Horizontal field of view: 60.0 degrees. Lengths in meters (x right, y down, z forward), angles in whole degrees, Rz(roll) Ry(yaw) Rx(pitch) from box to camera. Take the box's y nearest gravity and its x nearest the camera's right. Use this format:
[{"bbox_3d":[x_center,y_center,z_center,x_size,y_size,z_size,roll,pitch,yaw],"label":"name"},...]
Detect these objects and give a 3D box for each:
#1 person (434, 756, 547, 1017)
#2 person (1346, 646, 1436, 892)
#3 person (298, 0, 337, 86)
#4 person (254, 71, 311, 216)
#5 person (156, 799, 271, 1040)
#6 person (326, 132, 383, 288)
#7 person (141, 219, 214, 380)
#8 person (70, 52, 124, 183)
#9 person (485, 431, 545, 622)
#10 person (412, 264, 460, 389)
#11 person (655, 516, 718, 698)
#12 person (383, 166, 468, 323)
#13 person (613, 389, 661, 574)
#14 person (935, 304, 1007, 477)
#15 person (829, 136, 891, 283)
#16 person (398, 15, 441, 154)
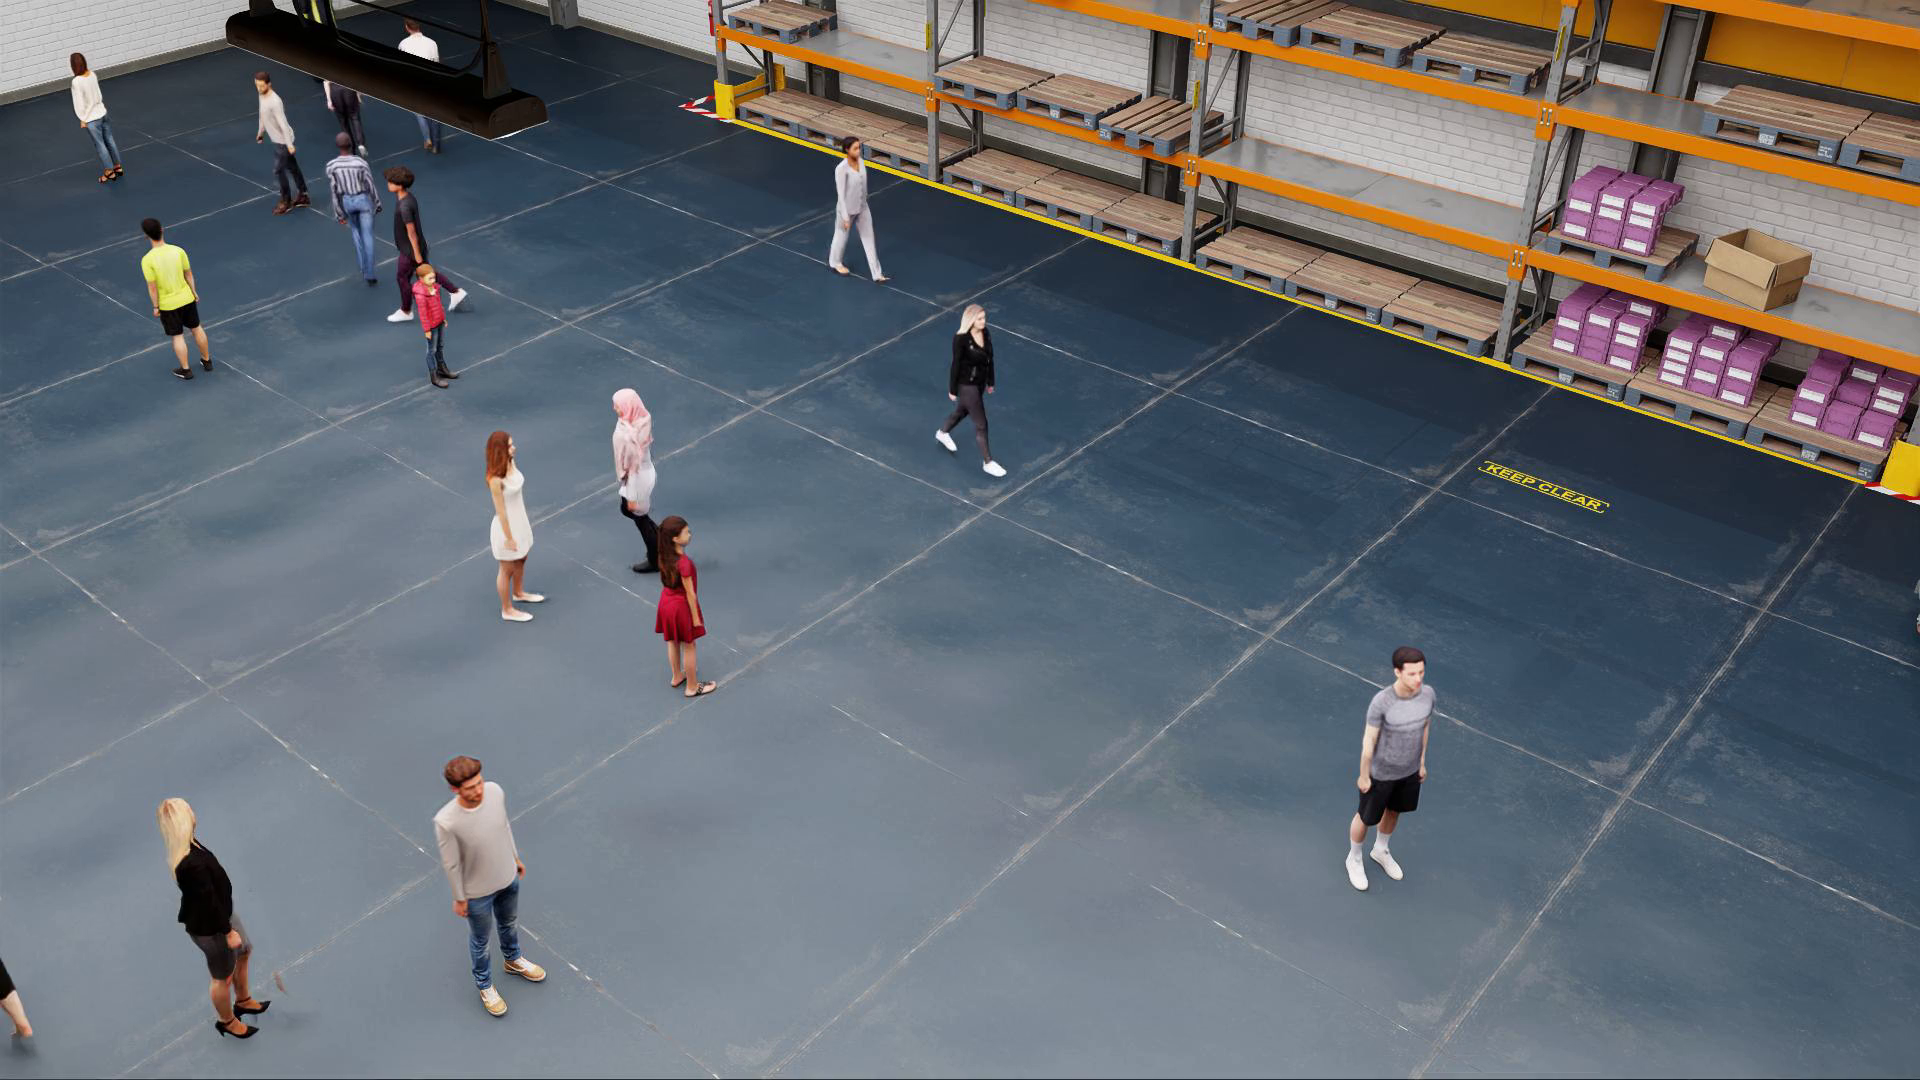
[{"bbox_3d":[-2.878,2.044,10.092,0.583,1.902,0.685,21,39,28],"label":"person"},{"bbox_3d":[2.842,1.474,10.977,0.741,1.871,0.738,-11,35,-17],"label":"person"},{"bbox_3d":[-9.595,-7.832,24.929,0.722,1.926,0.819,18,38,25],"label":"person"},{"bbox_3d":[-8.369,-4.982,20.727,0.930,1.830,0.807,-18,37,-25],"label":"person"},{"bbox_3d":[-4.378,2.292,9.801,0.754,1.810,0.616,-10,35,-14],"label":"person"},{"bbox_3d":[-6.827,-3.702,18.852,0.849,1.773,0.913,-4,34,-6],"label":"person"},{"bbox_3d":[-8.062,-2.488,17.087,0.537,1.706,0.628,28,42,35],"label":"person"},{"bbox_3d":[-11.274,-5.525,21.677,0.709,1.683,0.697,5,34,7],"label":"person"},{"bbox_3d":[-3.670,-0.132,13.542,0.661,1.706,0.644,8,34,12],"label":"person"},{"bbox_3d":[-5.408,-2.216,17.032,0.606,1.314,0.586,9,35,13],"label":"person"},{"bbox_3d":[-2.144,0.502,12.729,0.631,1.551,0.571,-27,42,-34],"label":"person"},{"bbox_3d":[-5.916,-3.242,18.178,1.107,1.754,1.127,-7,34,-10],"label":"person"},{"bbox_3d":[-2.600,-0.480,13.988,0.879,1.793,0.818,-3,34,-5],"label":"person"},{"bbox_3d":[0.041,-1.457,15.599,1.146,1.636,0.628,27,42,34],"label":"person"},{"bbox_3d":[-1.295,-3.790,19.064,1.168,1.686,0.703,28,43,36],"label":"person"},{"bbox_3d":[-7.220,-6.104,22.415,0.830,1.831,0.849,-12,35,-17],"label":"person"}]
